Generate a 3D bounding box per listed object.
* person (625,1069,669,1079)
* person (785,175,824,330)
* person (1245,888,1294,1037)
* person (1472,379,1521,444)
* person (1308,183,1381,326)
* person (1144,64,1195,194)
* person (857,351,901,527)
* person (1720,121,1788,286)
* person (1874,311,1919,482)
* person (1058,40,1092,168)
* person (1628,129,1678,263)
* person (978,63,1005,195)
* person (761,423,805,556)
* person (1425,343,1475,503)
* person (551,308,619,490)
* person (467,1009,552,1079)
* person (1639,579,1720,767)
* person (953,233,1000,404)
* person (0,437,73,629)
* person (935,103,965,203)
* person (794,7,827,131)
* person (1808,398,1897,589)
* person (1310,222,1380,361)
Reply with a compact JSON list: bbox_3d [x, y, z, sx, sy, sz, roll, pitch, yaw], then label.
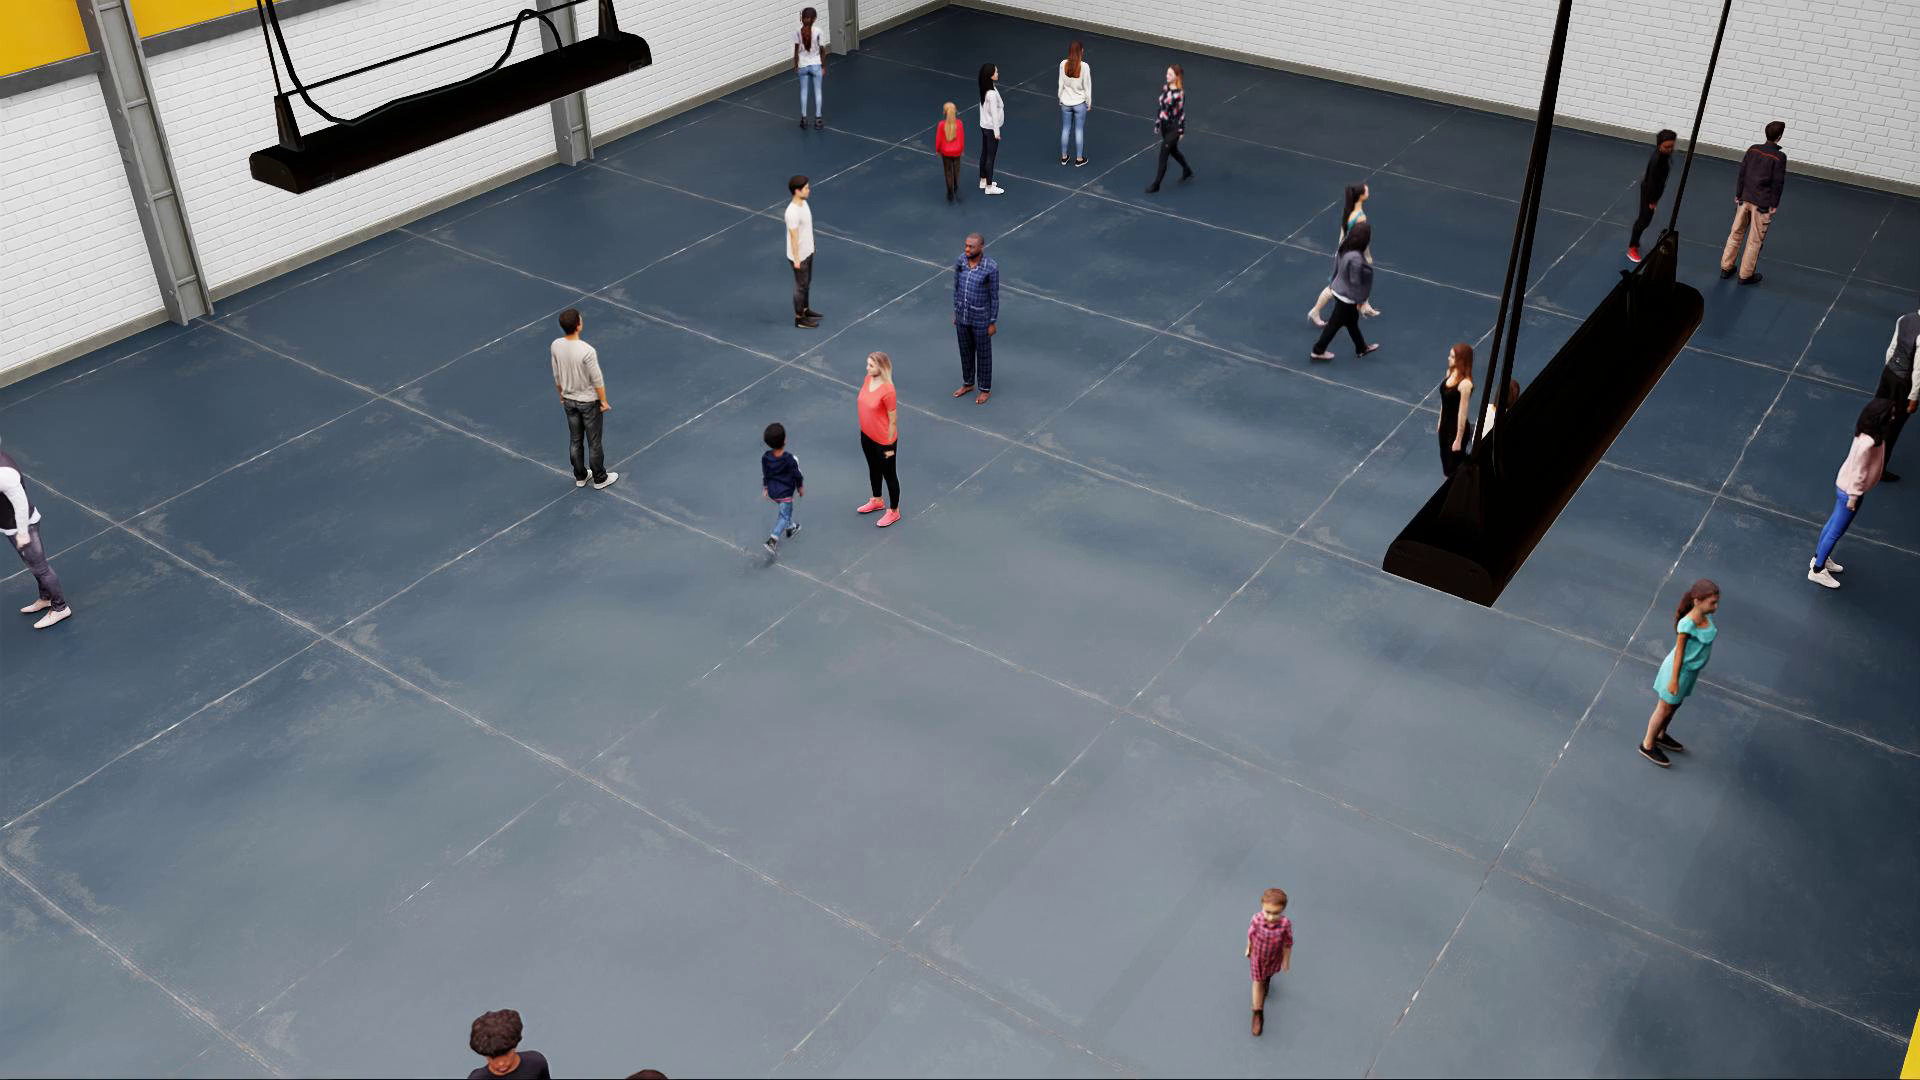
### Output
[{"bbox_3d":[-1.479,3.324,8.437,0.761,1.855,0.714,-7,34,-11],"label":"person"},{"bbox_3d":[-1.788,-3.208,18.387,0.804,1.718,0.667,6,34,9],"label":"person"},{"bbox_3d":[1.936,2.538,10.385,0.602,1.007,0.785,7,34,11],"label":"person"},{"bbox_3d":[4.680,-0.662,14.589,0.606,1.683,0.523,22,39,29],"label":"person"},{"bbox_3d":[4.194,-3.074,18.269,1.057,1.626,1.030,-4,34,-6],"label":"person"},{"bbox_3d":[2.821,-5.377,21.713,1.156,1.648,0.903,-17,37,-24],"label":"person"},{"bbox_3d":[-0.717,-0.930,14.981,0.617,1.694,0.649,-24,40,-31],"label":"person"},{"bbox_3d":[9.224,-3.918,19.268,0.730,1.925,0.768,-21,39,-29],"label":"person"},{"bbox_3d":[8.831,-1.476,15.602,0.843,1.918,0.743,-1,34,-2],"label":"person"},{"bbox_3d":[1.547,-5.903,22.466,0.657,1.692,0.594,15,36,21],"label":"person"},{"bbox_3d":[8.258,-4.168,19.897,0.825,1.645,0.464,12,35,17],"label":"person"},{"bbox_3d":[0.384,-5.371,21.657,0.746,1.700,0.709,-10,35,-15],"label":"person"},{"bbox_3d":[-1.600,-0.430,14.679,0.560,1.196,0.832,18,38,25],"label":"person"},{"bbox_3d":[4.502,-0.991,15.058,0.790,1.712,0.729,-6,34,-8],"label":"person"},{"bbox_3d":[-3.522,-1.309,15.446,0.716,1.811,0.626,12,35,17],"label":"person"},{"bbox_3d":[-2.325,3.137,8.769,0.666,1.799,0.759,-15,37,-22],"label":"person"},{"bbox_3d":[5.330,0.946,12.282,0.529,1.559,0.647,-28,43,-35],"label":"person"},{"bbox_3d":[0.157,-2.272,16.884,0.656,1.824,0.568,20,39,27],"label":"person"},{"bbox_3d":[-7.727,-0.122,13.649,0.681,1.823,0.744,-26,41,-33],"label":"person"},{"bbox_3d":[-0.113,-4.995,21.485,0.781,1.265,0.839,-5,34,-8],"label":"person"},{"bbox_3d":[-2.154,-6.716,23.661,0.684,1.722,0.682,0,34,0],"label":"person"},{"bbox_3d":[7.598,-0.436,14.171,0.731,1.768,0.508,17,37,24],"label":"person"},{"bbox_3d":[4.011,-2.585,17.594,1.058,1.560,1.051,-2,34,-3],"label":"person"}]
